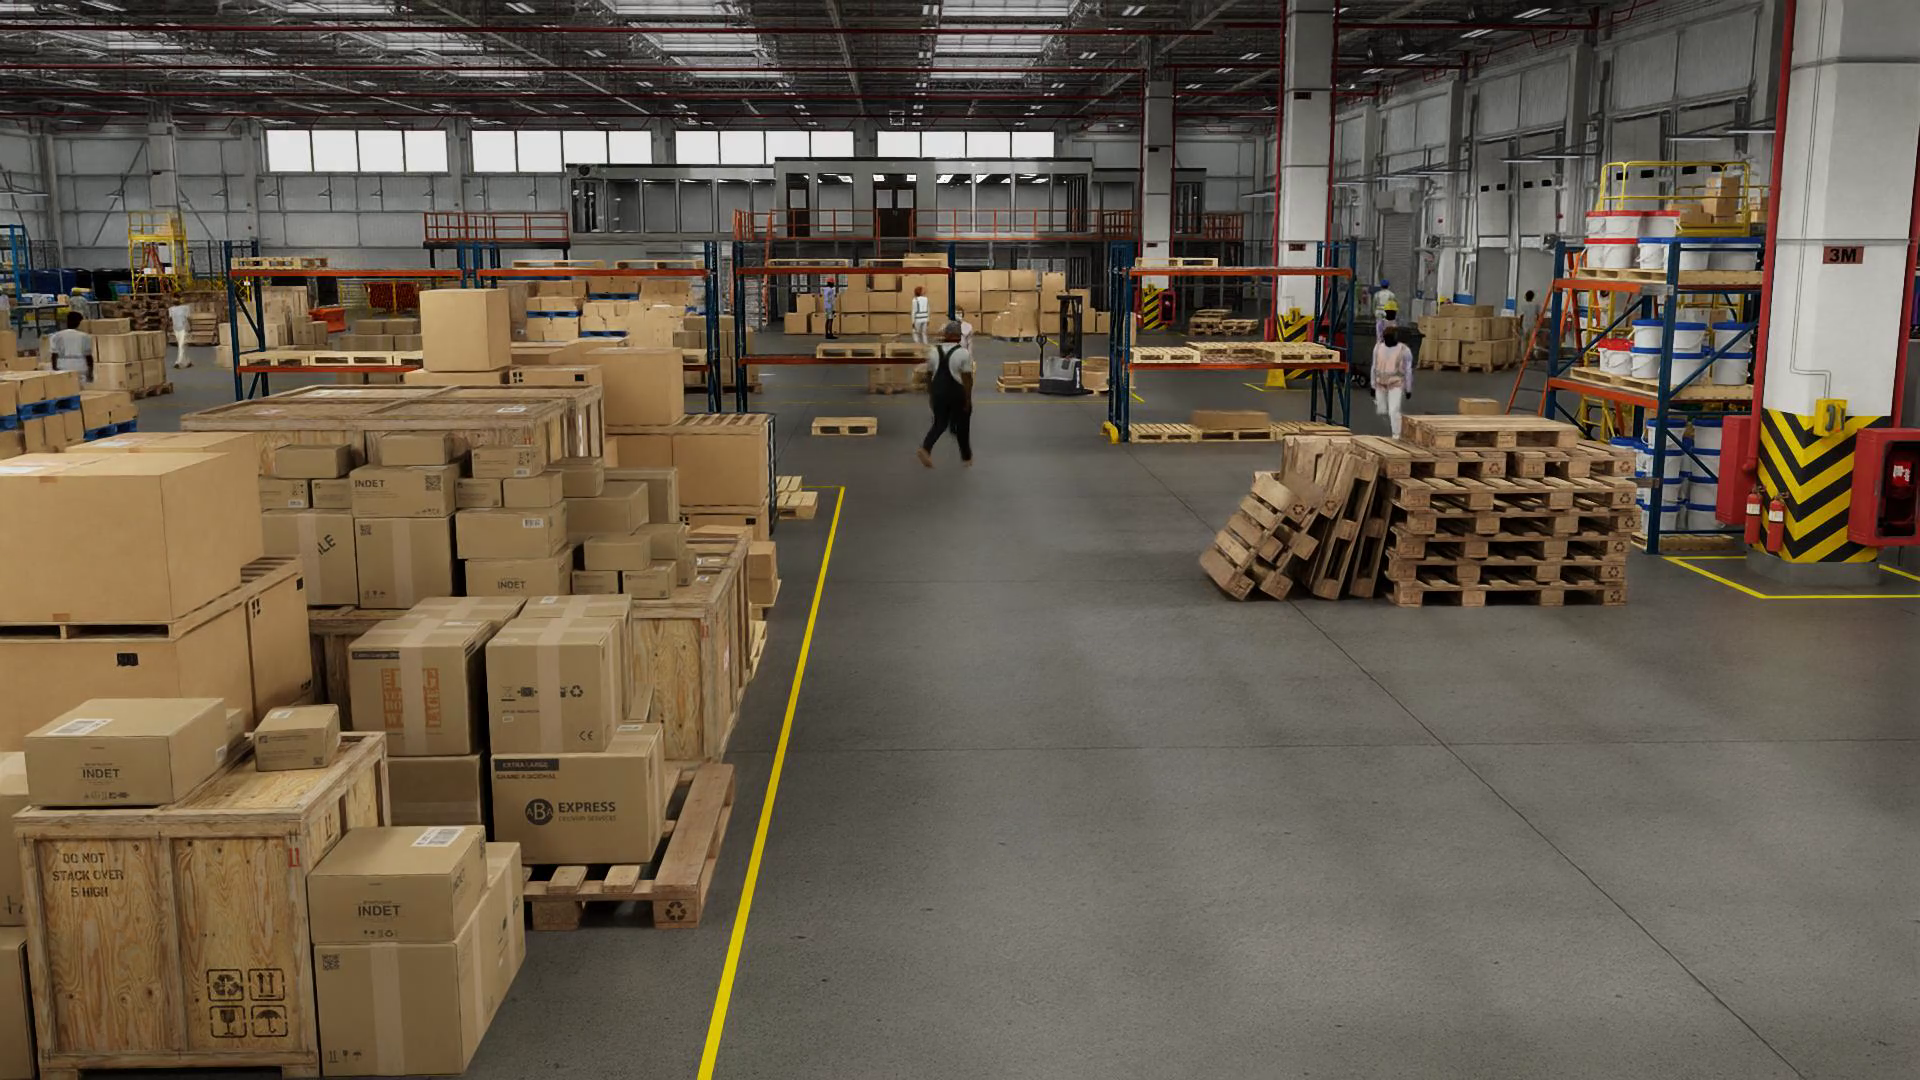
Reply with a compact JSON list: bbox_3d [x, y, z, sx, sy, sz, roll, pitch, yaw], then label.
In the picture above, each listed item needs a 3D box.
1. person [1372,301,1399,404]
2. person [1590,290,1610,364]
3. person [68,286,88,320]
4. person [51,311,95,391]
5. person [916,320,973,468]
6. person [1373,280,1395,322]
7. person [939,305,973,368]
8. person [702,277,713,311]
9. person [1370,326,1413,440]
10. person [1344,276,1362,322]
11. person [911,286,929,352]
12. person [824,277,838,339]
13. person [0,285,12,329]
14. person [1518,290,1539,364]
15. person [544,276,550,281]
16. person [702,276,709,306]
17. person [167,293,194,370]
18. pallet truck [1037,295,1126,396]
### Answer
[{"bbox_3d":[8.006,-3.491,31.170,0.606,1.949,0.418,-9,14,-42],"label":"person"},{"bbox_3d":[16.019,-5.382,41.430,0.382,1.995,0.612,-2,10,-9],"label":"person"},{"bbox_3d":[-25.992,-6.611,49.017,0.498,1.716,0.394,-7,12,-32],"label":"person"},{"bbox_3d":[-14.304,-2.732,26.853,0.635,1.923,0.494,-7,12,-34],"label":"person"},{"bbox_3d":[-0.169,-1.969,22.292,0.711,2.000,0.891,6,12,31],"label":"person"},{"bbox_3d":[12.498,-6.720,49.121,0.614,1.918,0.899,3,11,15],"label":"person"},{"bbox_3d":[-0.057,-3.123,29.005,0.628,1.939,0.375,-5,11,-25],"label":"person"},{"bbox_3d":[-8.951,-8.500,59.399,0.995,1.794,0.518,9,14,42],"label":"person"},{"bbox_3d":[6.424,-2.275,24.657,0.643,1.804,0.606,9,14,41],"label":"person"},{"bbox_3d":[14.678,-8.999,62.091,0.633,1.819,0.734,0,10,1],"label":"person"},{"bbox_3d":[-1.046,-5.805,44.165,0.689,1.857,0.571,-8,13,-37],"label":"person"},{"bbox_3d":[-4.040,-7.227,51.864,0.353,1.939,0.544,-5,12,-28],"label":"person"},{"bbox_3d":[-27.899,-6.548,48.420,0.599,1.813,0.626,7,13,36],"label":"person"},{"bbox_3d":[14.118,-5.267,41.228,0.518,1.849,0.763,-1,10,-3],"label":"person"},{"bbox_3d":[-14.752,-8.595,59.594,0.595,1.902,0.460,4,11,20],"label":"person"},{"bbox_3d":[-9.291,-8.857,61.100,0.354,1.883,0.572,-3,11,-15],"label":"person"},{"bbox_3d":[-18.613,-4.973,39.643,0.543,1.821,1.006,1,10,4],"label":"person"},{"bbox_3d":[2.483,-3.881,33.060,1.885,1.965,0.823,-7,13,-36],"label":"pallet truck"}]
